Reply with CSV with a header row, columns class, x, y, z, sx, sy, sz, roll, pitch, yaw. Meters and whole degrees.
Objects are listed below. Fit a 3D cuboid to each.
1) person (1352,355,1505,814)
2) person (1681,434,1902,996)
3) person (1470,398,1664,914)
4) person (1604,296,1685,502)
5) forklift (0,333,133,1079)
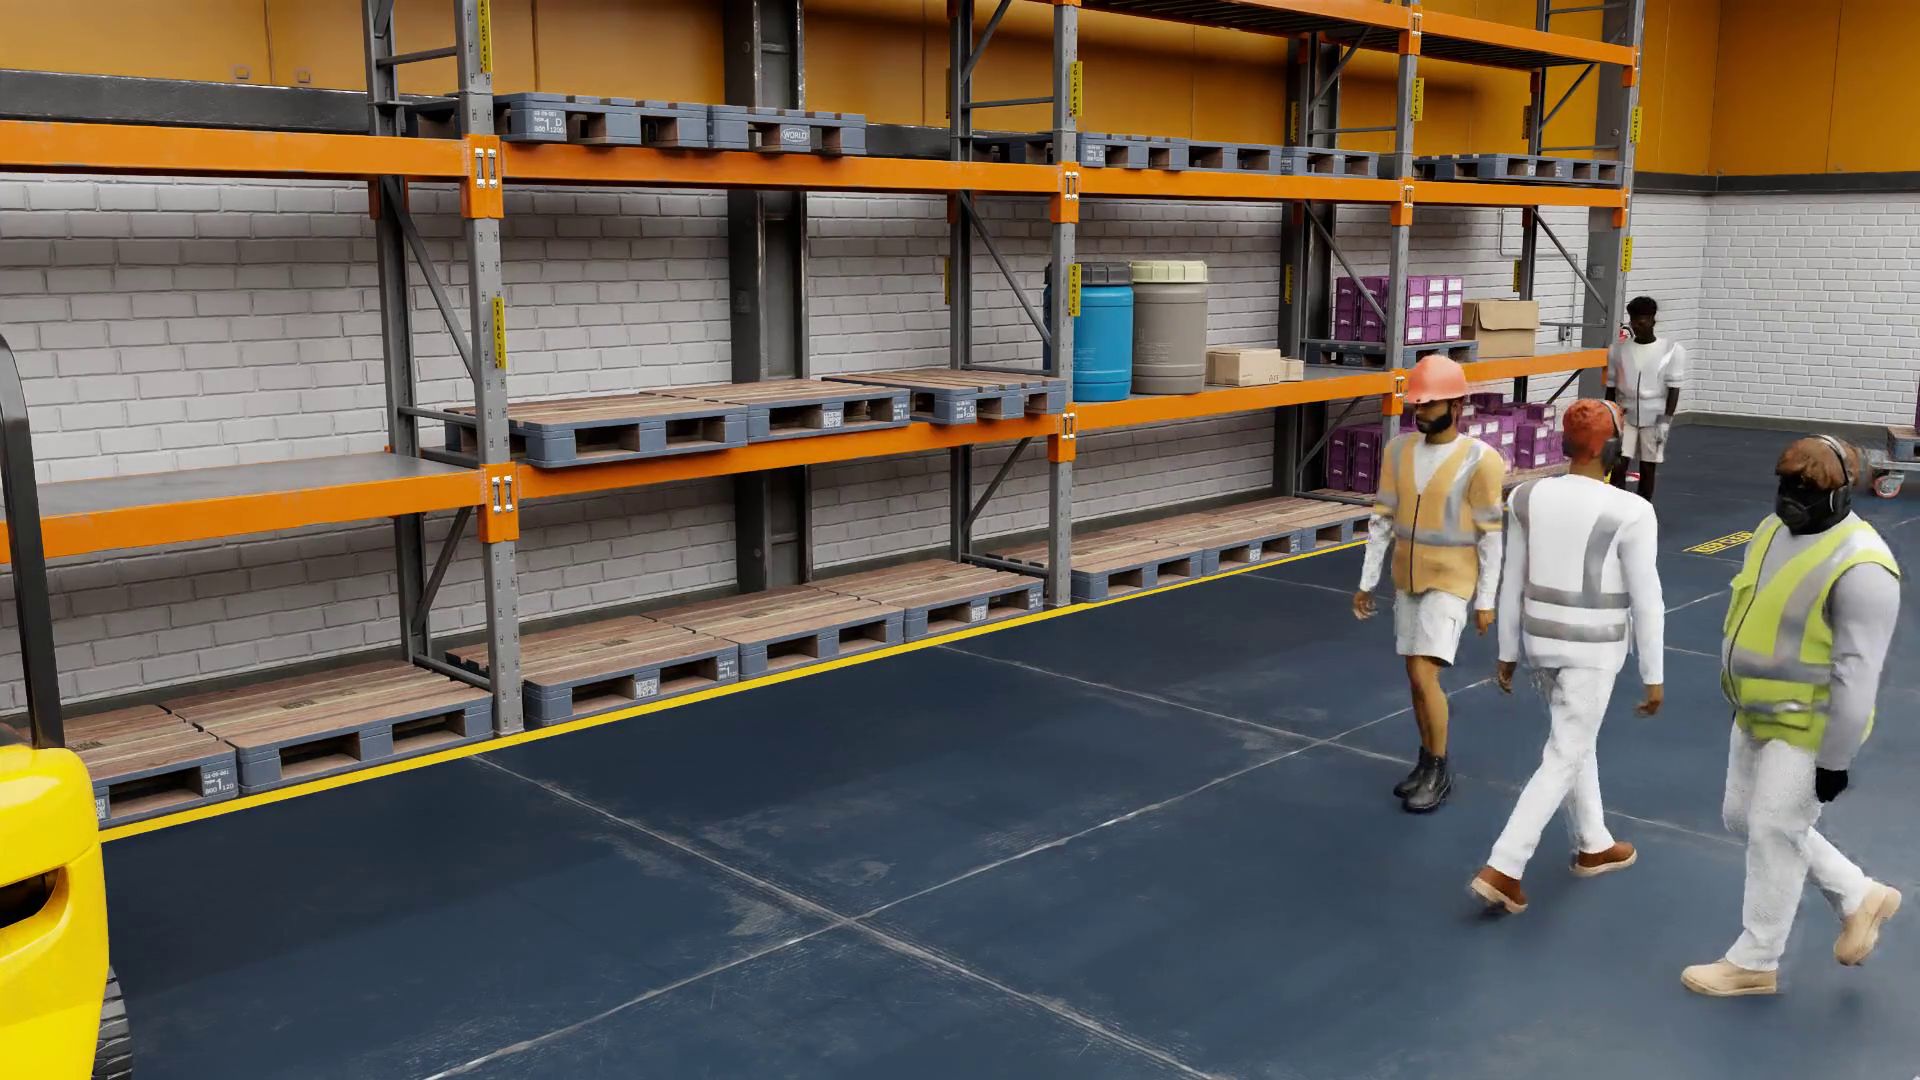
class,x,y,z,sx,sy,sz,roll,pitch,yaw
person,1.941,0.189,6.968,0.607,1.917,0.562,-7,13,-35
person,2.662,0.566,5.164,0.610,1.821,0.650,0,10,1
person,2.194,0.409,5.978,0.977,1.844,0.591,-7,12,-33
person,5.305,-0.929,13.001,0.601,1.927,0.744,6,12,31
forklift,-3.289,0.485,4.582,1.214,2.155,2.313,-10,14,-44
